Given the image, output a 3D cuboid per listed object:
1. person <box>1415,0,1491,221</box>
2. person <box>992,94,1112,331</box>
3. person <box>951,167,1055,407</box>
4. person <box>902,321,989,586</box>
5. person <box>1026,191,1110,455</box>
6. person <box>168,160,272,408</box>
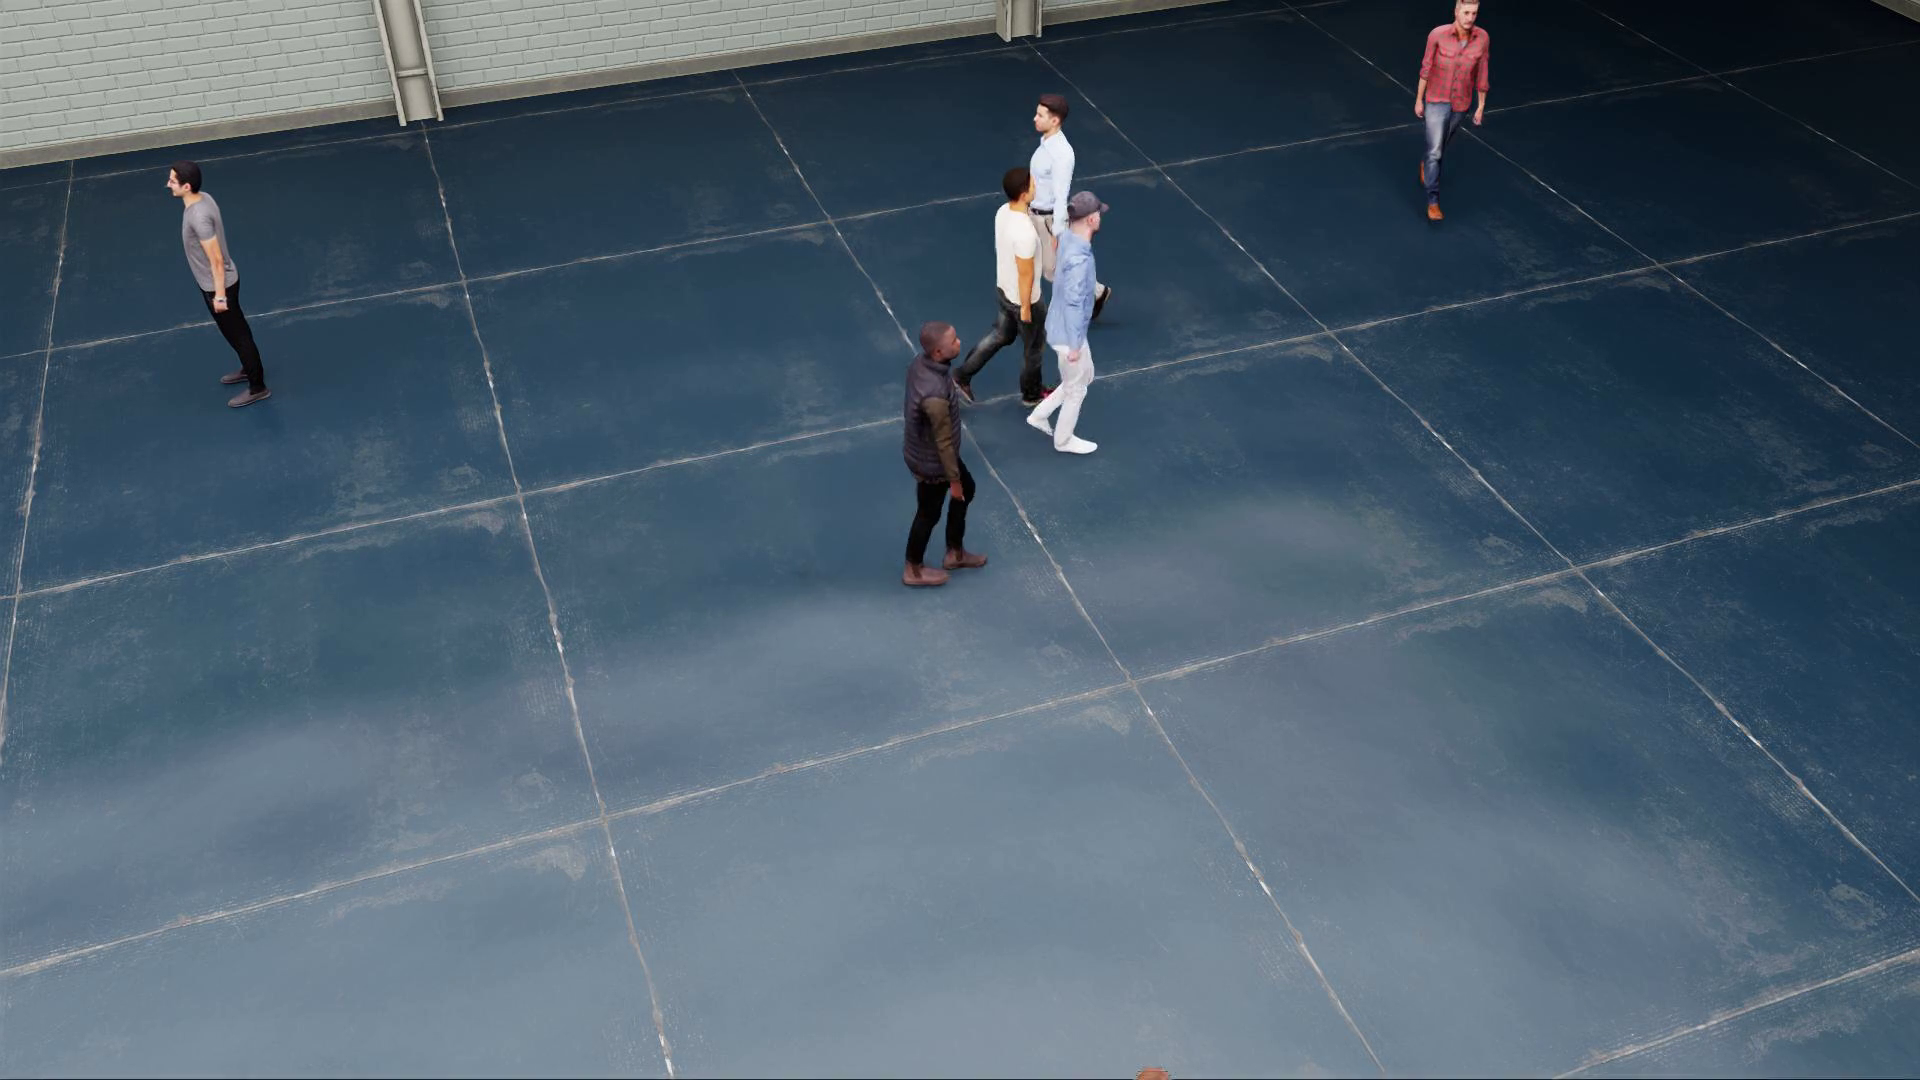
[{"bbox_3d":[3.976,-3.614,13.636,1.299,1.781,1.071,0,38,0],"label":"person"},{"bbox_3d":[0.701,-2.307,11.926,1.126,1.829,0.719,-8,39,-10],"label":"person"},{"bbox_3d":[0.310,-1.639,11.107,1.023,1.786,0.658,-14,40,-17],"label":"person"},{"bbox_3d":[-0.228,-0.465,9.579,0.869,1.820,0.842,-2,38,-3],"label":"person"},{"bbox_3d":[0.631,-1.344,10.662,0.815,1.869,0.771,-1,38,-2],"label":"person"},{"bbox_3d":[-5.036,-1.764,11.292,0.570,1.755,0.636,-17,41,-20],"label":"person"}]
